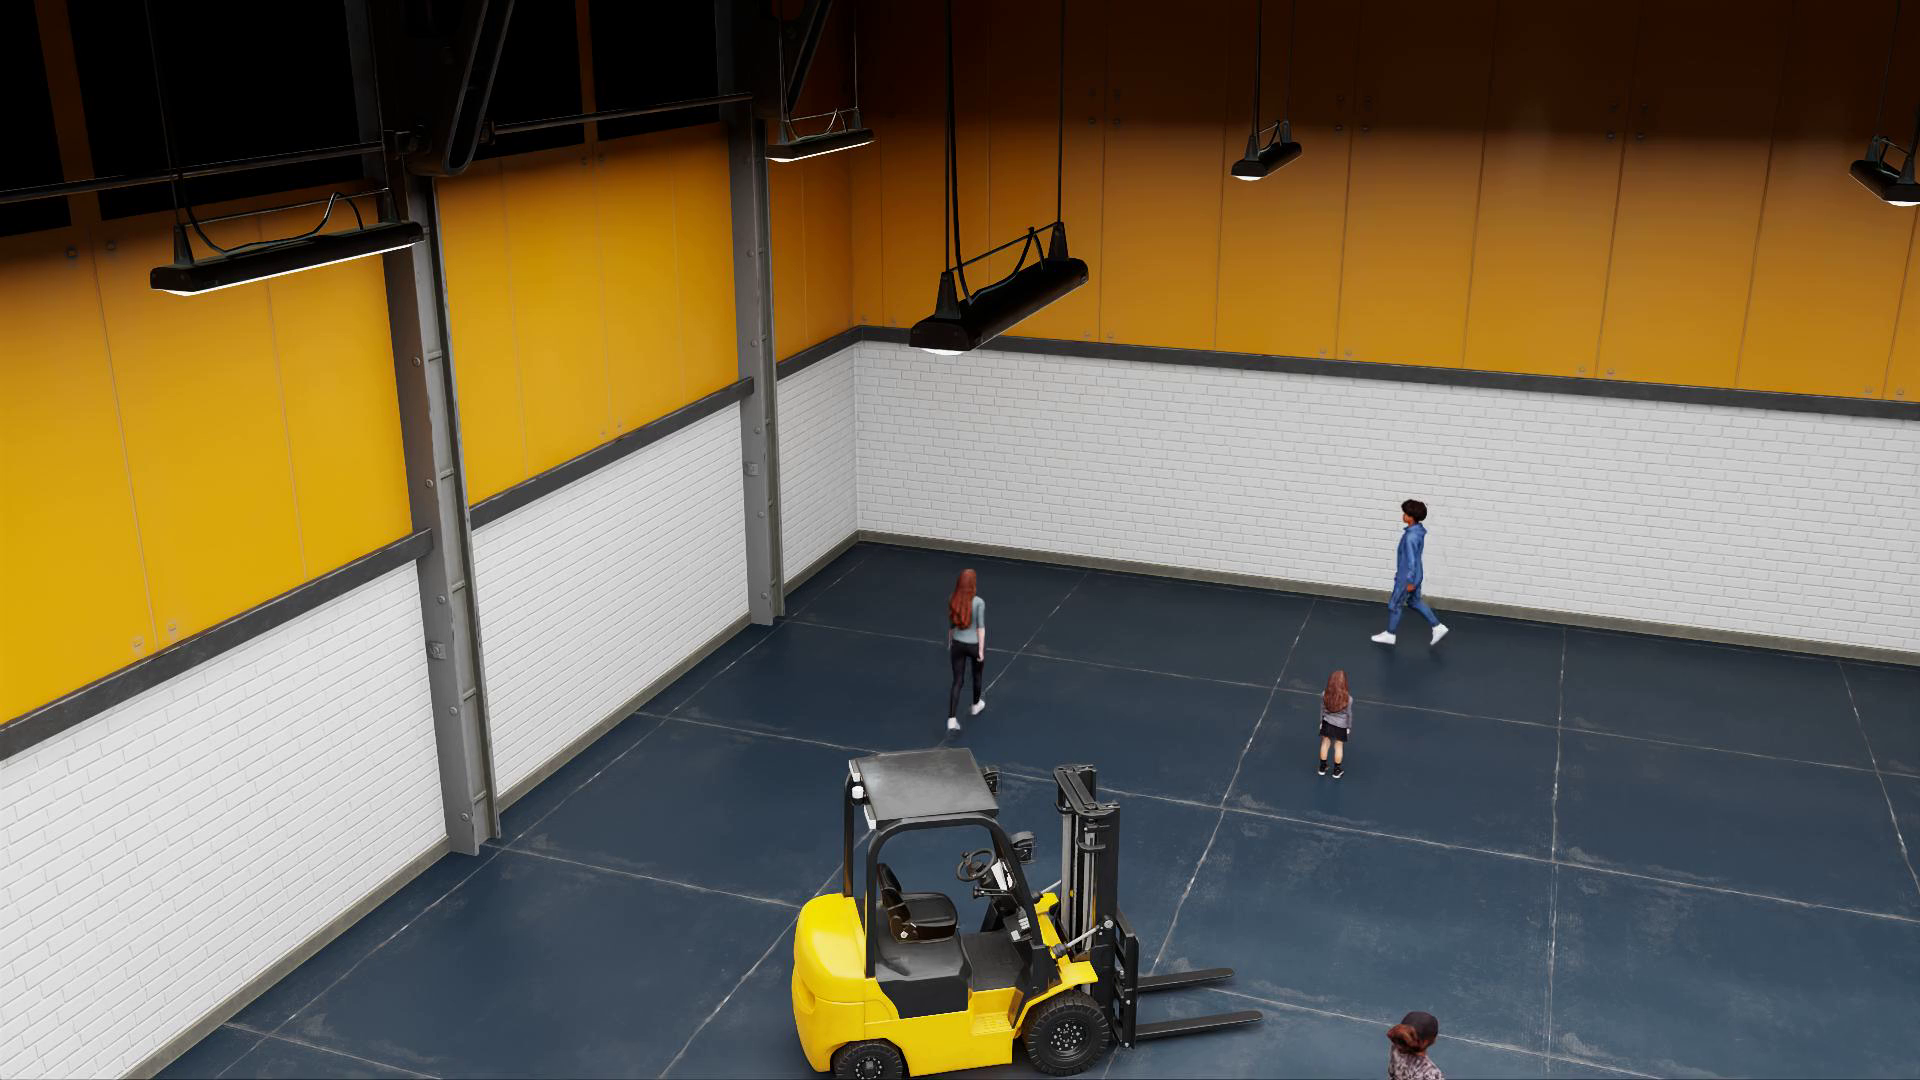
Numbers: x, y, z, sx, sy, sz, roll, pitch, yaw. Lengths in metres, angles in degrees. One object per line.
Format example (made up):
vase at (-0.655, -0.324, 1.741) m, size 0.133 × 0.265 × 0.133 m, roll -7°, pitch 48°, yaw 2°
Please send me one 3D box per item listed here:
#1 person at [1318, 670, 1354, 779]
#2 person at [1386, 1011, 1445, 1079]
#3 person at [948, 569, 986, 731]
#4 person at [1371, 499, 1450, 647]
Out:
person at (3.682, 1.791, 16.362) m, size 0.472 × 1.107 × 0.449 m, roll 8°, pitch 20°, yaw 22°
person at (2.637, 3.630, 10.016) m, size 1.107 × 1.672 × 1.144 m, roll -6°, pitch 19°, yaw -16°
person at (0.033, 1.172, 17.260) m, size 0.591 × 1.706 × 1.129 m, roll 7°, pitch 20°, yaw 20°
person at (5.328, 0.418, 19.381) m, size 0.768 × 1.781 × 1.042 m, roll 8°, pitch 20°, yaw 24°
